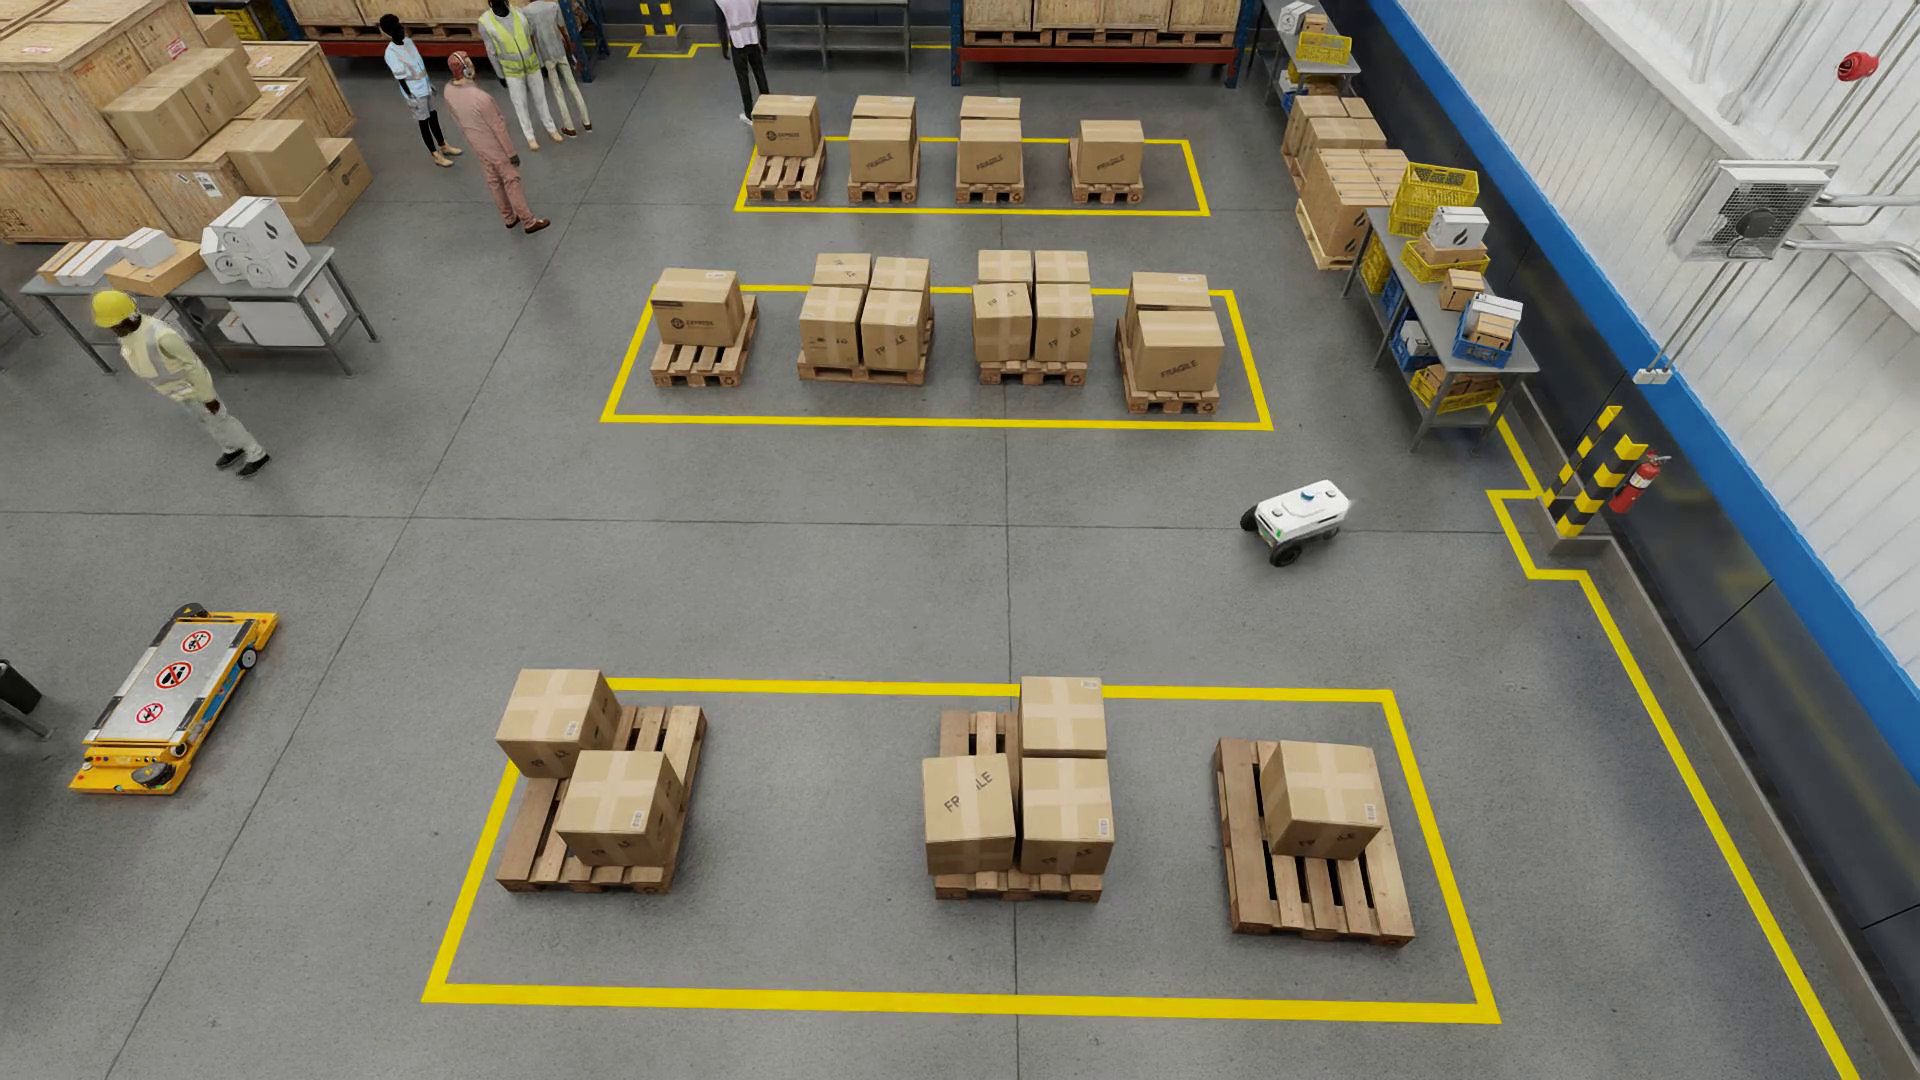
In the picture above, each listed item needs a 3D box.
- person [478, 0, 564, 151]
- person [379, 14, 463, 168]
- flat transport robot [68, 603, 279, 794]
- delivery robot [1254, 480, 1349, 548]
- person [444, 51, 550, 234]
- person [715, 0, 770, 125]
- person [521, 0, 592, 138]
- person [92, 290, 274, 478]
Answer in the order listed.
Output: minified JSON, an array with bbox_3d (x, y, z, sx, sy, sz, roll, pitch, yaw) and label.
[{"bbox_3d":[-5.354,-5.749,11.194,0.624,1.841,0.430,-32,57,-24],"label":"person"},{"bbox_3d":[-6.471,-5.368,10.962,0.321,1.697,0.530,3,50,2],"label":"person"},{"bbox_3d":[-5.504,1.072,6.442,0.652,0.197,1.431,1,50,1],"label":"flat transport robot"},{"bbox_3d":[2.714,-0.224,7.295,0.707,0.478,0.477,-18,52,-15],"label":"delivery robot"},{"bbox_3d":[-5.029,-4.253,9.884,0.642,1.909,0.410,21,53,17],"label":"person"},{"bbox_3d":[-2.719,-6.289,11.604,0.594,1.912,0.384,-25,54,-20],"label":"person"},{"bbox_3d":[-5.047,-5.979,11.369,0.534,1.868,0.309,-32,57,-24],"label":"person"},{"bbox_3d":[-6.283,-1.254,7.412,0.611,1.816,0.406,17,52,14],"label":"person"}]
